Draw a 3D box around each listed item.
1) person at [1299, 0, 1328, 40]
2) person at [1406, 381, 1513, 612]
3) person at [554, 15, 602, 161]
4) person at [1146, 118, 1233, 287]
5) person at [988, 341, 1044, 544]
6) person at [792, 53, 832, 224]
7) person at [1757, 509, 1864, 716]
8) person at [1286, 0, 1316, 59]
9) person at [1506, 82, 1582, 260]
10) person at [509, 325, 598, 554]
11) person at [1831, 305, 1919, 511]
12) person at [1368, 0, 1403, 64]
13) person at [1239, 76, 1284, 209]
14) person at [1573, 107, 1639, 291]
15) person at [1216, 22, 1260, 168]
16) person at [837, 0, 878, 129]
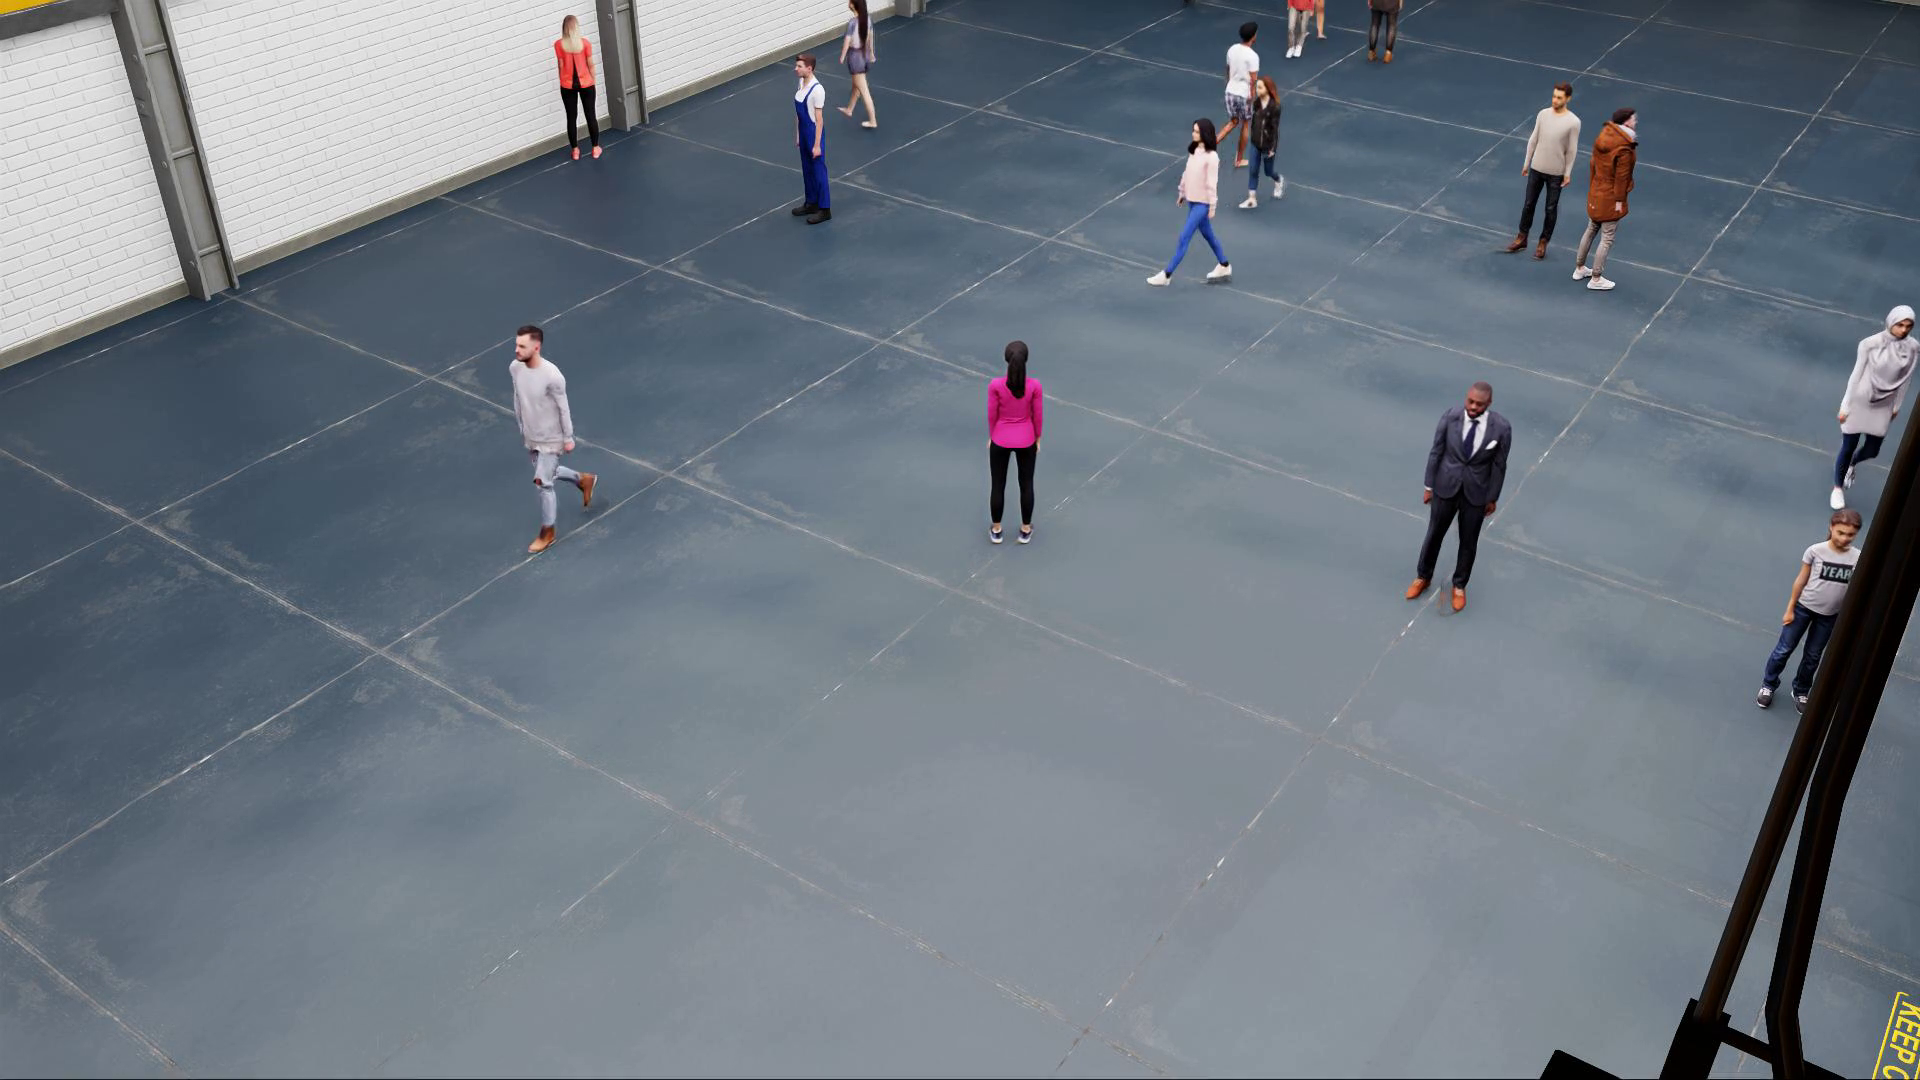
[{"bbox_3d":[5.032,-8.011,23.798,0.932,1.582,0.994,-5,34,-8],"label":"person"},{"bbox_3d":[3.635,-0.350,12.054,0.740,1.824,0.649,14,36,20],"label":"person"},{"bbox_3d":[-4.538,-5.373,19.730,0.665,1.693,0.722,-5,34,-7],"label":"person"},{"bbox_3d":[2.483,-3.358,16.678,1.253,1.716,1.137,-9,35,-13],"label":"person"},{"bbox_3d":[0.414,-0.748,12.767,0.675,1.697,0.716,0,34,0],"label":"person"},{"bbox_3d":[-1.614,-4.399,18.122,0.684,1.851,0.699,-21,39,-28],"label":"person"},{"bbox_3d":[5.708,0.455,11.080,0.592,1.563,0.593,10,35,15],"label":"person"},{"bbox_3d":[4.748,-7.435,23.088,0.618,1.409,0.687,11,35,16],"label":"person"},{"bbox_3d":[6.115,-3.850,17.284,0.674,1.865,0.565,25,41,32],"label":"person"},{"bbox_3d":[-3.146,-0.843,12.799,0.695,1.820,1.059,20,39,27],"label":"person"},{"bbox_3d":[7.219,-1.100,13.236,0.738,1.765,0.838,9,35,13],"label":"person"},{"bbox_3d":[5.826,-7.412,22.781,0.681,1.712,0.637,15,37,22],"label":"person"},{"bbox_3d":[3.432,-4.436,18.532,0.657,1.460,0.935,29,43,36],"label":"person"},{"bbox_3d":[6.491,-3.432,16.677,0.908,1.839,0.855,-8,34,-11],"label":"person"},{"bbox_3d":[3.210,-5.143,19.367,0.949,1.712,0.816,-20,39,-28],"label":"person"},{"bbox_3d":[-1.173,-5.898,20.585,0.658,1.622,0.853,20,39,27],"label":"person"}]
